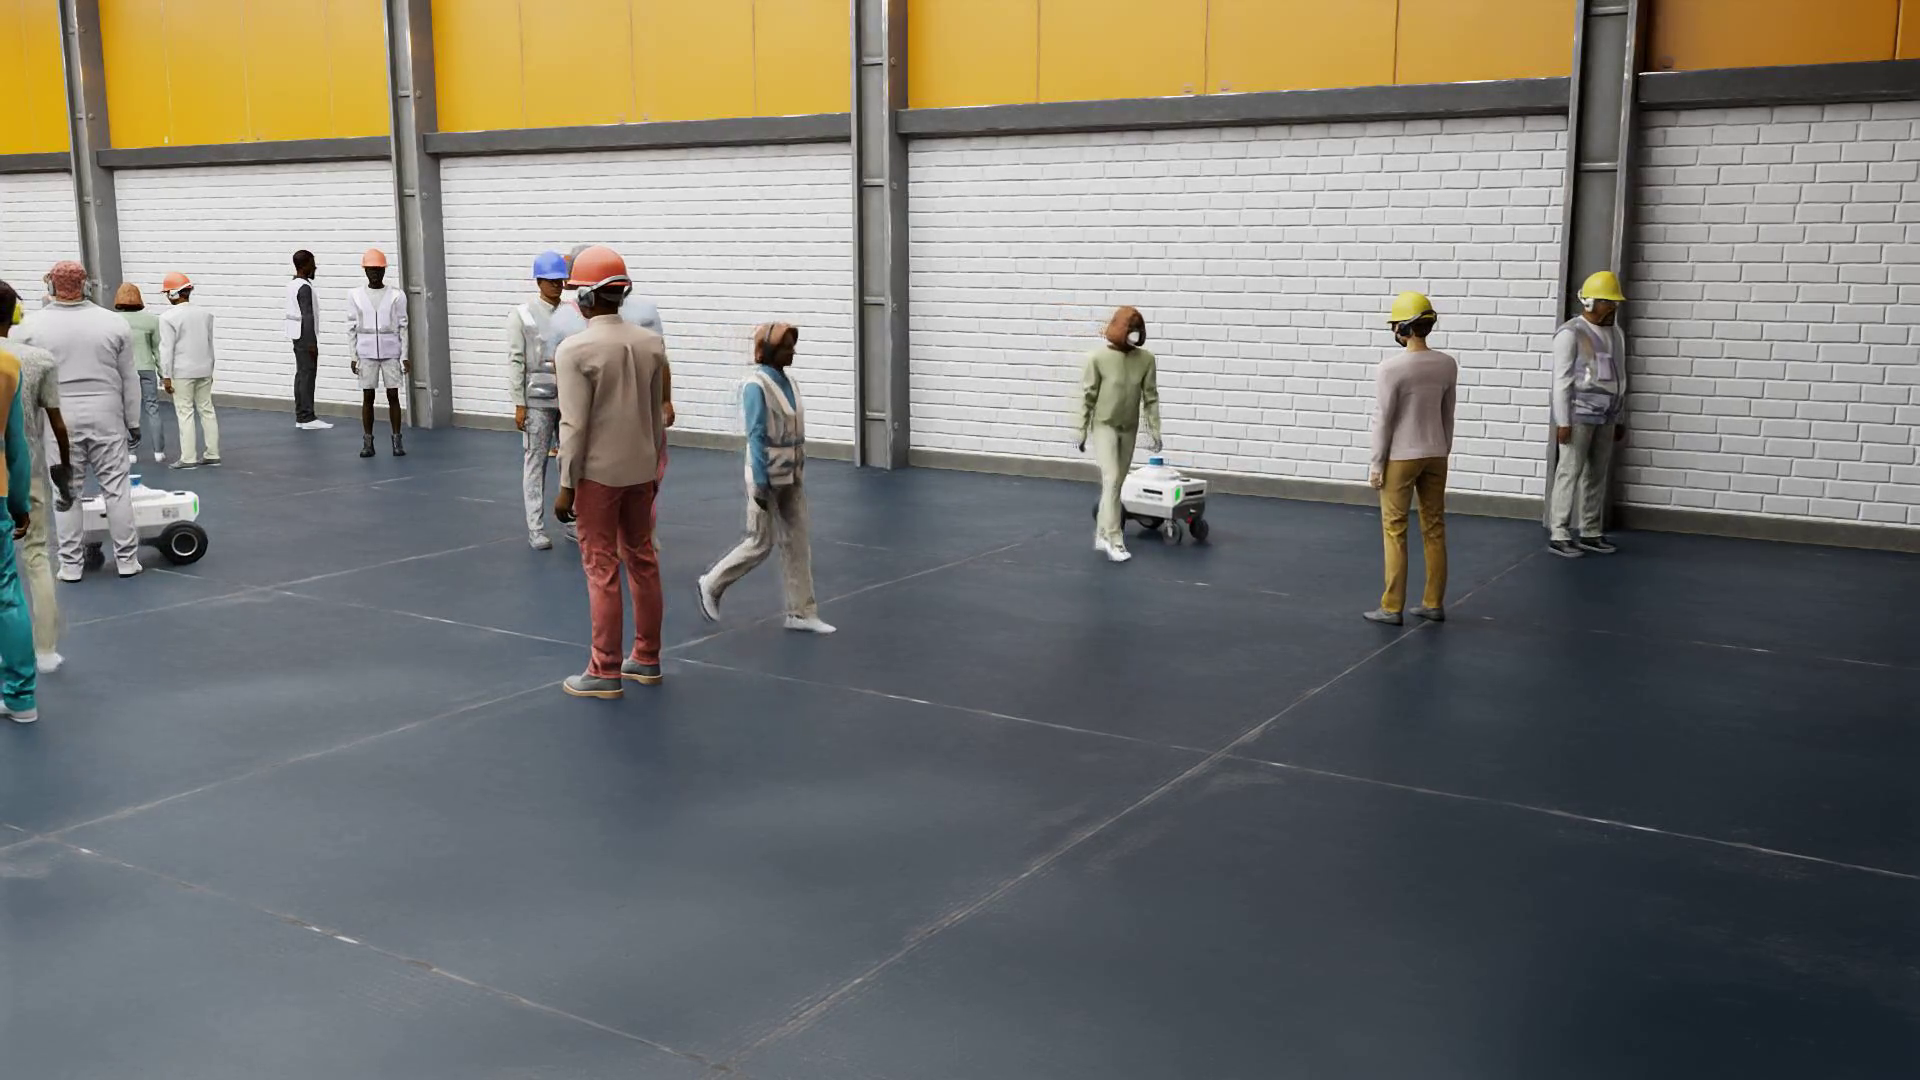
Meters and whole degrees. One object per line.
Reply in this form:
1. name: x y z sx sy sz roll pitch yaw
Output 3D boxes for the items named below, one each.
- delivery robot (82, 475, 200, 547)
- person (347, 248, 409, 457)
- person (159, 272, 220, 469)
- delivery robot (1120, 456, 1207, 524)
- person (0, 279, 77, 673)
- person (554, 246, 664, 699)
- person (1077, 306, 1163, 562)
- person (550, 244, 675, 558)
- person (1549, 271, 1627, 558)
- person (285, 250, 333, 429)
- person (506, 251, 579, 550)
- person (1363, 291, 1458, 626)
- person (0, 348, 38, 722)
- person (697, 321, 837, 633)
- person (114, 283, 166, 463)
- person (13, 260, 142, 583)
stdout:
1. delivery robot: -5.157 -0.164 10.398 0.707 0.478 0.477 -7 12 -32
2. person: -5.438 -1.744 15.571 0.542 1.943 0.349 -3 11 -16
3. person: -6.872 -1.503 14.780 0.349 1.744 0.566 4 11 22
4. delivery robot: 1.333 -0.330 11.316 0.477 0.478 0.707 -9 13 -41
5. person: -4.429 -0.283 7.716 0.573 1.859 0.398 -7 12 -33
6. person: -1.557 -0.295 7.393 0.375 1.995 0.611 6 12 31
7. person: 1.039 -0.666 10.524 0.521 1.600 0.732 -5 11 -25
8. person: -2.192 -0.887 10.546 0.735 2.000 0.556 -1 10 -4
9. person: 4.049 -0.803 10.676 0.603 1.824 0.403 -6 12 -30
10. person: -7.051 -2.153 17.899 0.376 1.917 0.599 -7 12 -33
11. person: -2.684 -0.921 10.990 0.605 1.948 0.388 -9 14 -41
12. person: 2.368 -0.423 8.771 0.526 1.761 0.339 -4 11 -23
13. person: -4.094 -0.147 6.814 0.383 1.911 0.592 7 12 34
14. person: -1.002 -0.318 8.561 0.686 1.618 0.521 4 11 23
15. person: -7.522 -1.518 15.171 0.509 1.632 0.268 -8 13 -37
16. person: -5.206 -0.698 9.877 0.643 1.907 0.410 -6 12 -30
